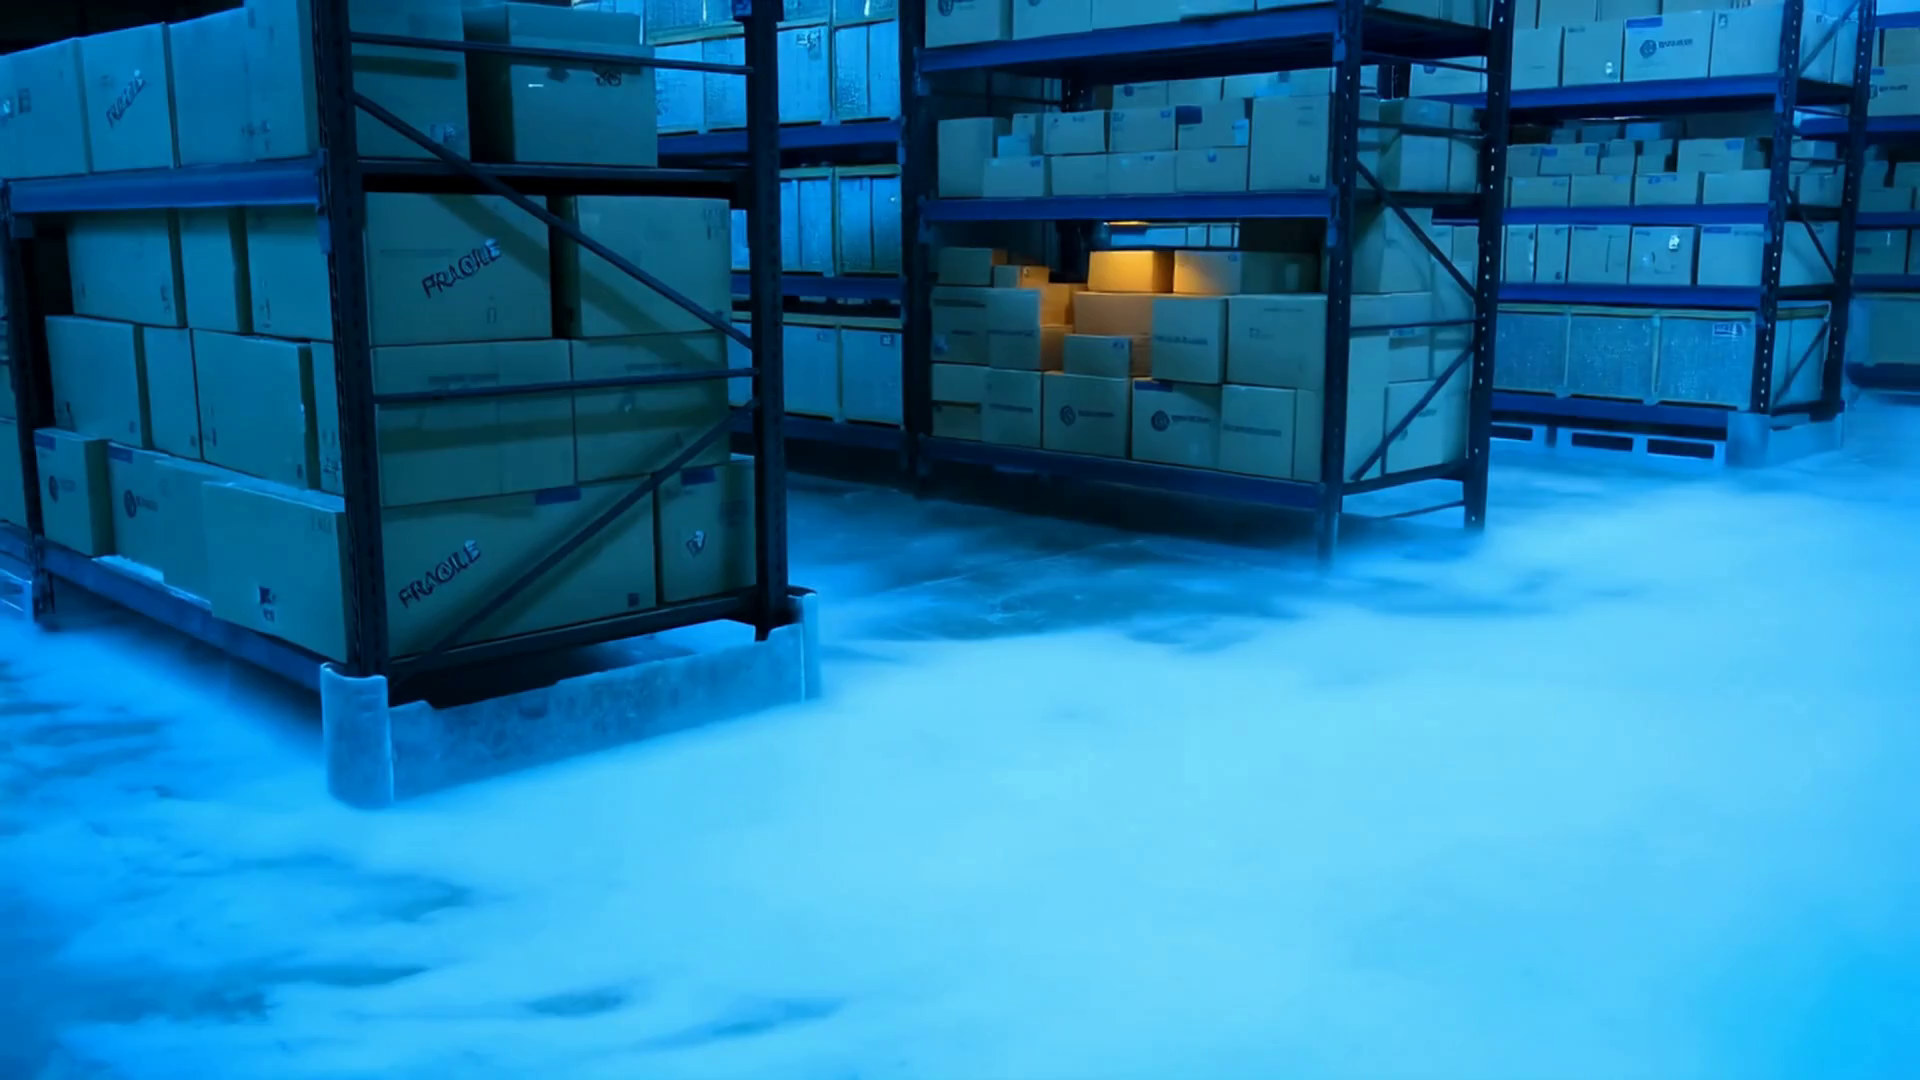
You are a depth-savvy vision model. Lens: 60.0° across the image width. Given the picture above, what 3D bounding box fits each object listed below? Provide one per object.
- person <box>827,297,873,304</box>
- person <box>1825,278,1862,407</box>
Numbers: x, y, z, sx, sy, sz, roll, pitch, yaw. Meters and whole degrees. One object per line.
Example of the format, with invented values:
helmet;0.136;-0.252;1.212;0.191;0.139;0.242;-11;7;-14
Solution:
person;-1.282;-2.366;19.328;0.550;1.935;0.375;-2;11;-12
person;10.642;-2.351;20.098;0.381;1.625;0.518;8;13;39
